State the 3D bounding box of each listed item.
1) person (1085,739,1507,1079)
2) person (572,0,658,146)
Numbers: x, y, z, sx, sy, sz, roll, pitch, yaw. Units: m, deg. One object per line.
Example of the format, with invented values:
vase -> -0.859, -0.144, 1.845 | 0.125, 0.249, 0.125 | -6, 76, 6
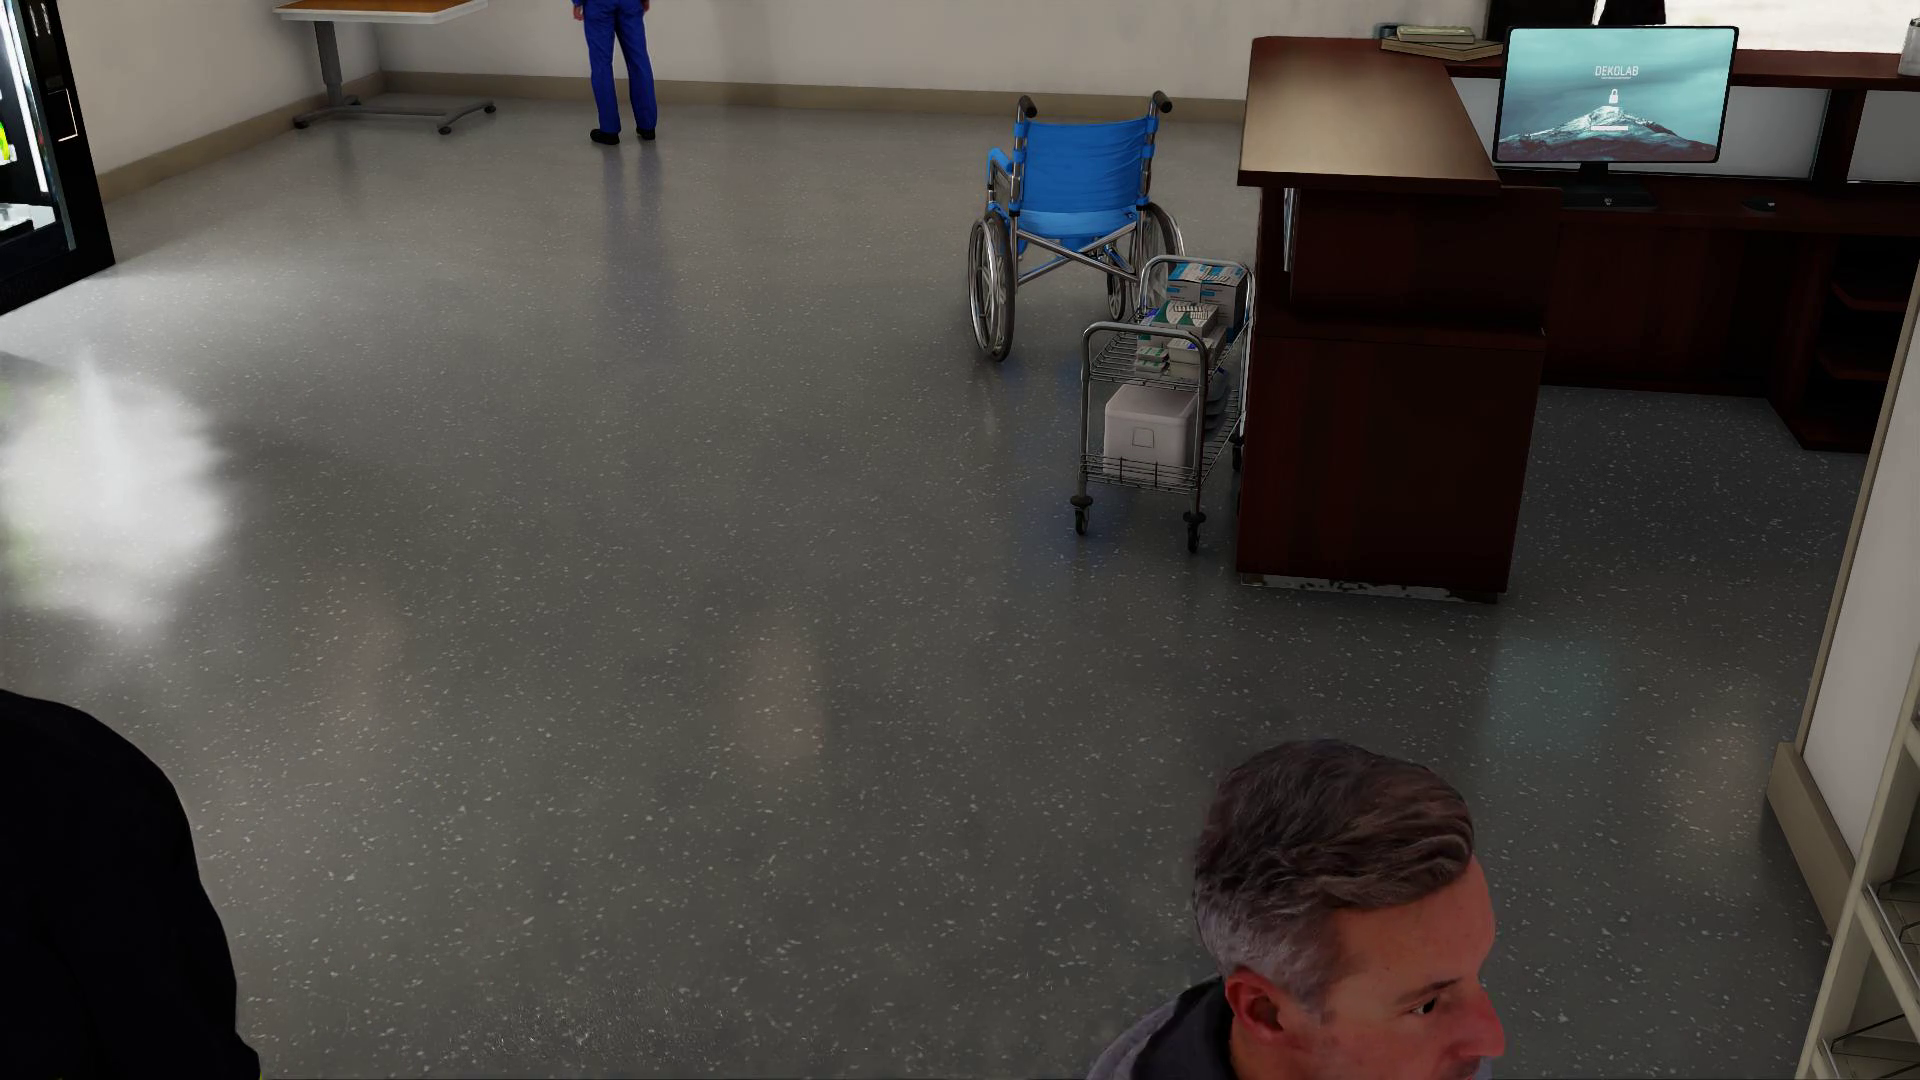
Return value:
person -> 0.175, 0.925, 1.575 | 0.854, 1.810, 0.935 | -23, 34, -40
person -> -2.251, -3.511, 10.753 | 0.779, 1.827, 0.833 | -16, 30, -30
